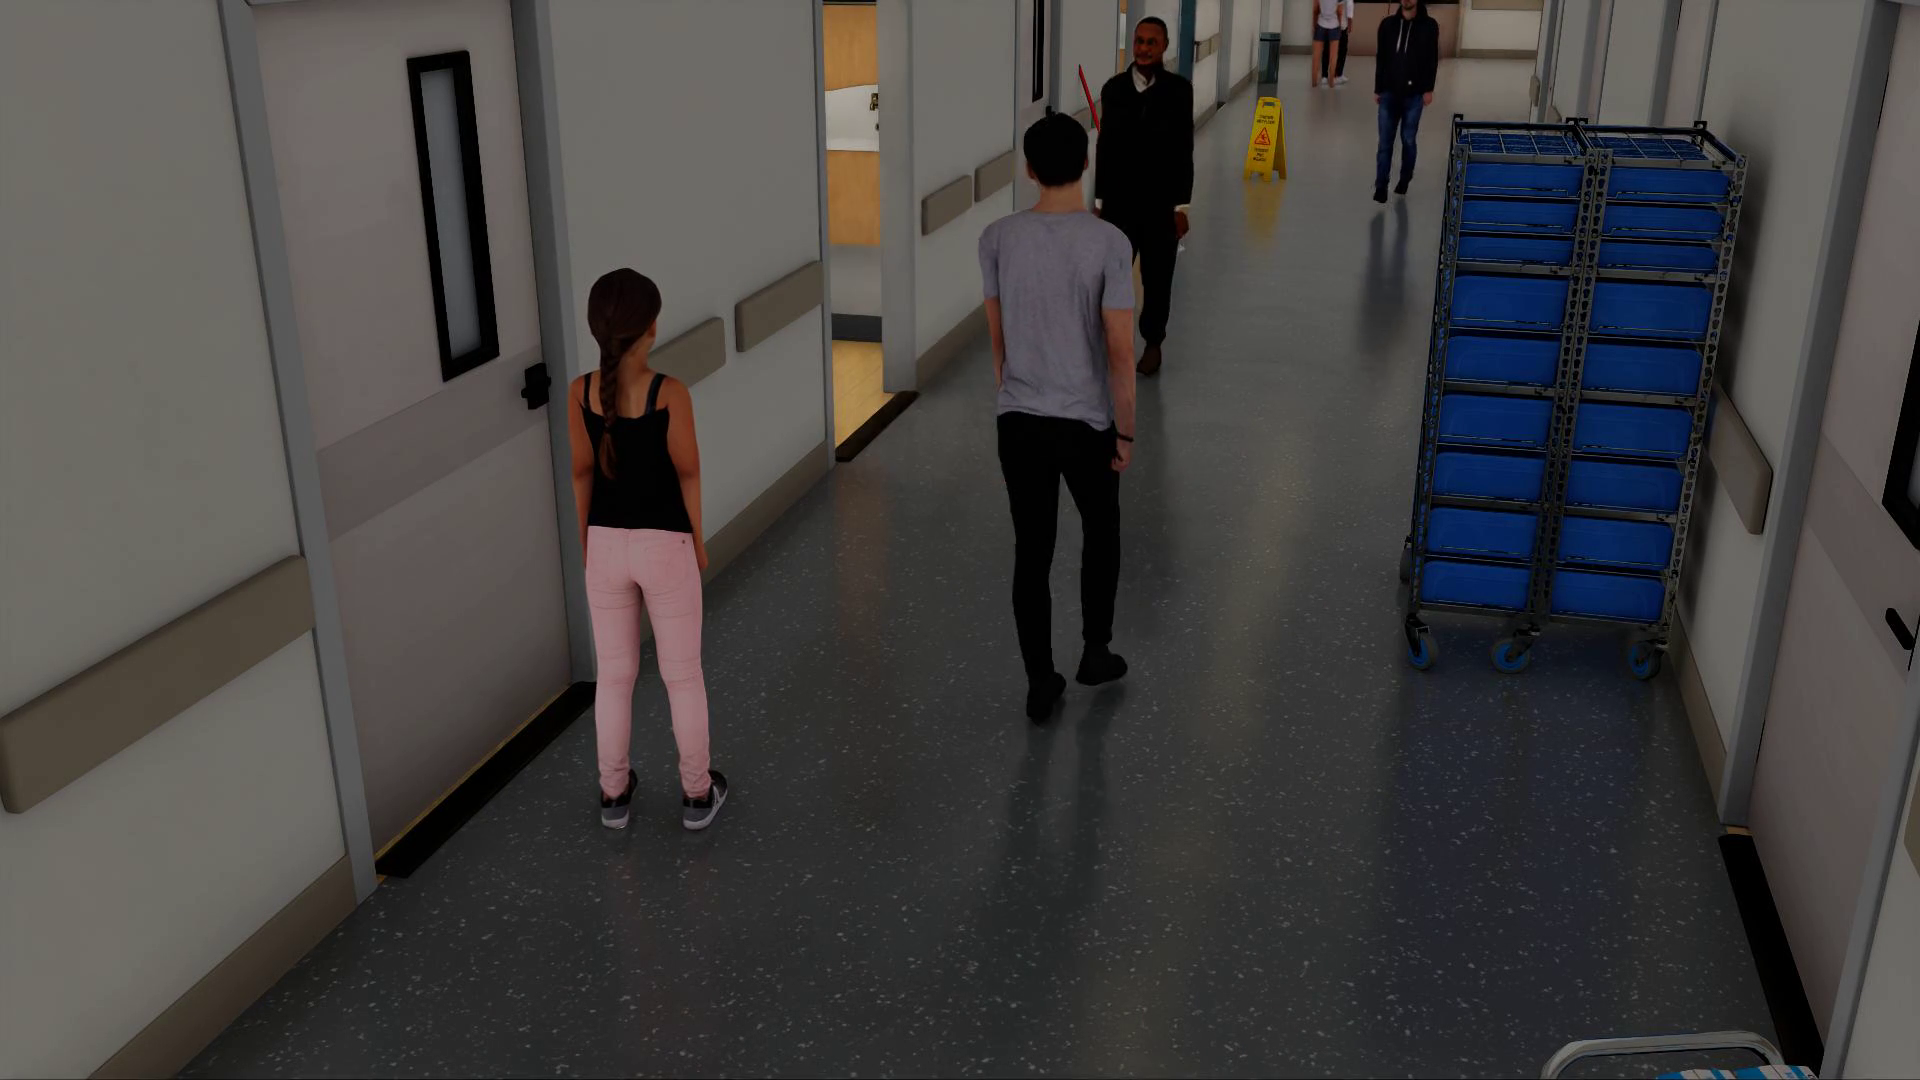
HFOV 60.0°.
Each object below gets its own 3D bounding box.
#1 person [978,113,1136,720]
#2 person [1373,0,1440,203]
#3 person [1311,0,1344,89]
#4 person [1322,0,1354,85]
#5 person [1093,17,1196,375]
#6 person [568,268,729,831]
[{"bbox_3d":[0.248,-0.317,5.055,0.705,1.840,0.725,8,22,20],"label":"person"},{"bbox_3d":[3.871,-3.864,14.420,0.824,1.840,1.215,9,23,23],"label":"person"},{"bbox_3d":[5.309,-7.369,23.980,0.563,1.623,0.517,6,22,16],"label":"person"},{"bbox_3d":[5.507,-7.620,24.388,0.663,1.803,0.600,11,23,26],"label":"person"},{"bbox_3d":[1.017,-1.845,9.018,0.761,1.891,0.790,7,22,18],"label":"person"},{"bbox_3d":[-0.861,0.044,4.494,0.535,1.562,0.527,2,21,6],"label":"person"}]
